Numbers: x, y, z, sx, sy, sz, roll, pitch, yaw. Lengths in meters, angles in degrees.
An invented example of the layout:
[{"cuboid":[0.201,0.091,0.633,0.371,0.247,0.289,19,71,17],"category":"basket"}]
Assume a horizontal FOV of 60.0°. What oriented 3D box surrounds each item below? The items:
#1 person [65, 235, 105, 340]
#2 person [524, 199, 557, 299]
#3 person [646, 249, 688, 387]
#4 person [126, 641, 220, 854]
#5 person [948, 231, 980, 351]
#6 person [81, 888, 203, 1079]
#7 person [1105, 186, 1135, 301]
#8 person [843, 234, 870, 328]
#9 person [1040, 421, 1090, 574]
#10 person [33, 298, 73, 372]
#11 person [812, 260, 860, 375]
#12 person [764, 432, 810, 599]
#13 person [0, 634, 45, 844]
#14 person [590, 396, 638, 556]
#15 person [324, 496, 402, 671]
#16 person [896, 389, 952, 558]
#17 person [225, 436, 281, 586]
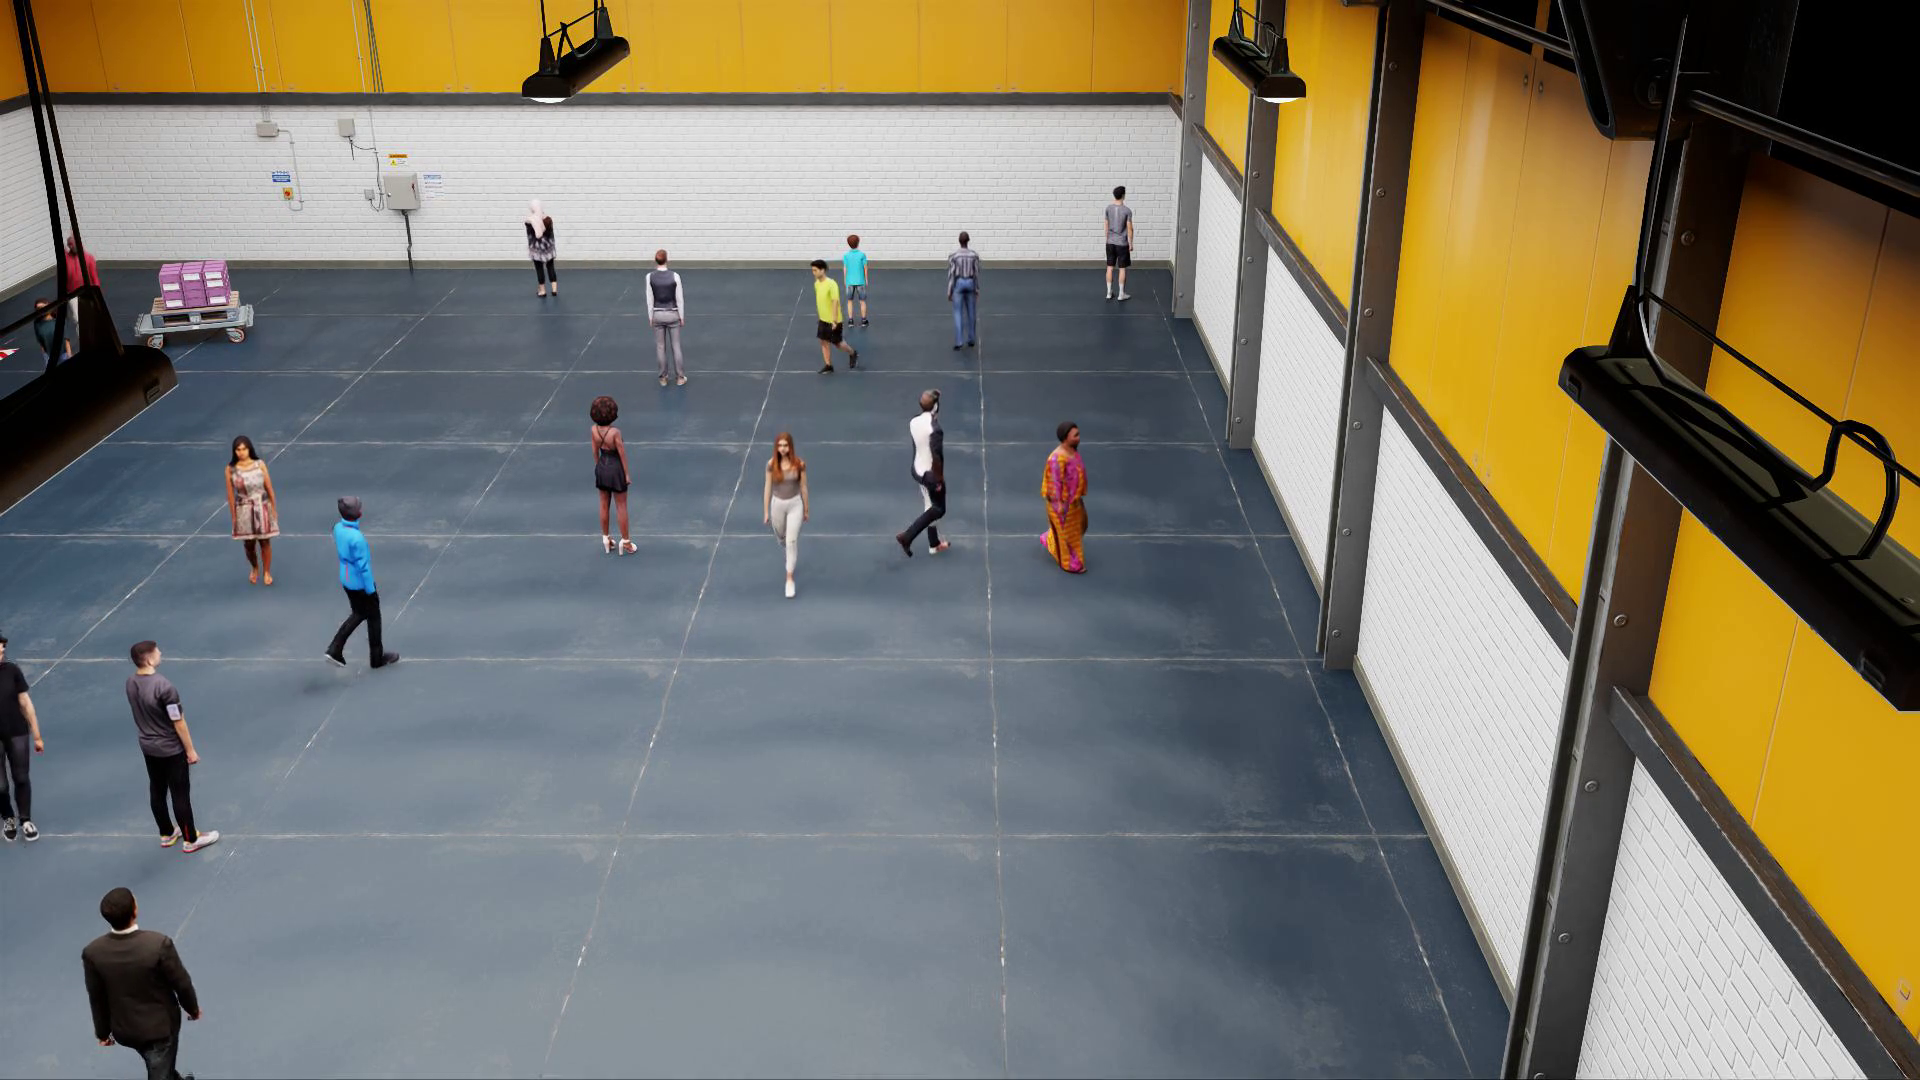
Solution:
[{"cuboid":[-13.082,-3.673,24.774,0.945,1.791,1.112,-10,25,-21],"category":"person"},{"cuboid":[-6.962,-4.864,27.690,0.750,1.636,0.791,-16,28,-32],"category":"person"},{"cuboid":[-4.127,-3.132,23.354,0.648,1.937,0.556,0,24,-1],"category":"person"},{"cuboid":[-6.129,1.582,12.787,0.712,1.762,0.674,10,26,22],"category":"person"},{"cuboid":[0.067,-3.731,24.904,0.700,1.793,0.655,-6,24,-14],"category":"person"},{"cuboid":[-4.811,2.894,9.779,0.784,1.767,1.181,-2,24,-5],"category":"person"},{"cuboid":[2.604,-4.916,27.515,0.742,1.873,0.745,14,27,29],"category":"person"},{"cuboid":[-1.641,-4.087,26.148,0.516,1.448,0.470,0,24,1],"category":"person"},{"cuboid":[1.096,-0.489,17.620,0.935,1.685,0.918,12,26,25],"category":"person"},{"cuboid":[-12.042,-2.459,22.265,0.771,1.575,1.123,-6,24,-14],"category":"person"},{"cuboid":[-1.801,-3.203,23.836,0.937,1.680,1.002,19,30,36],"category":"person"},{"cuboid":[-1.787,-0.330,17.243,0.616,1.696,1.063,0,24,1],"category":"person"},{"cuboid":[-7.462,1.491,12.934,0.769,1.811,0.817,-19,30,-37],"category":"person"},{"cuboid":[-3.767,-0.693,17.956,0.628,1.790,0.645,10,25,21],"category":"person"},{"cuboid":[-5.646,0.439,15.381,0.941,1.779,1.017,20,31,38],"category":"person"},{"cuboid":[-0.404,-0.678,17.819,1.065,1.873,1.066,-15,28,-31],"category":"person"},{"cuboid":[-7.354,-0.337,17.335,0.760,1.636,0.804,-11,26,-24],"category":"person"}]
